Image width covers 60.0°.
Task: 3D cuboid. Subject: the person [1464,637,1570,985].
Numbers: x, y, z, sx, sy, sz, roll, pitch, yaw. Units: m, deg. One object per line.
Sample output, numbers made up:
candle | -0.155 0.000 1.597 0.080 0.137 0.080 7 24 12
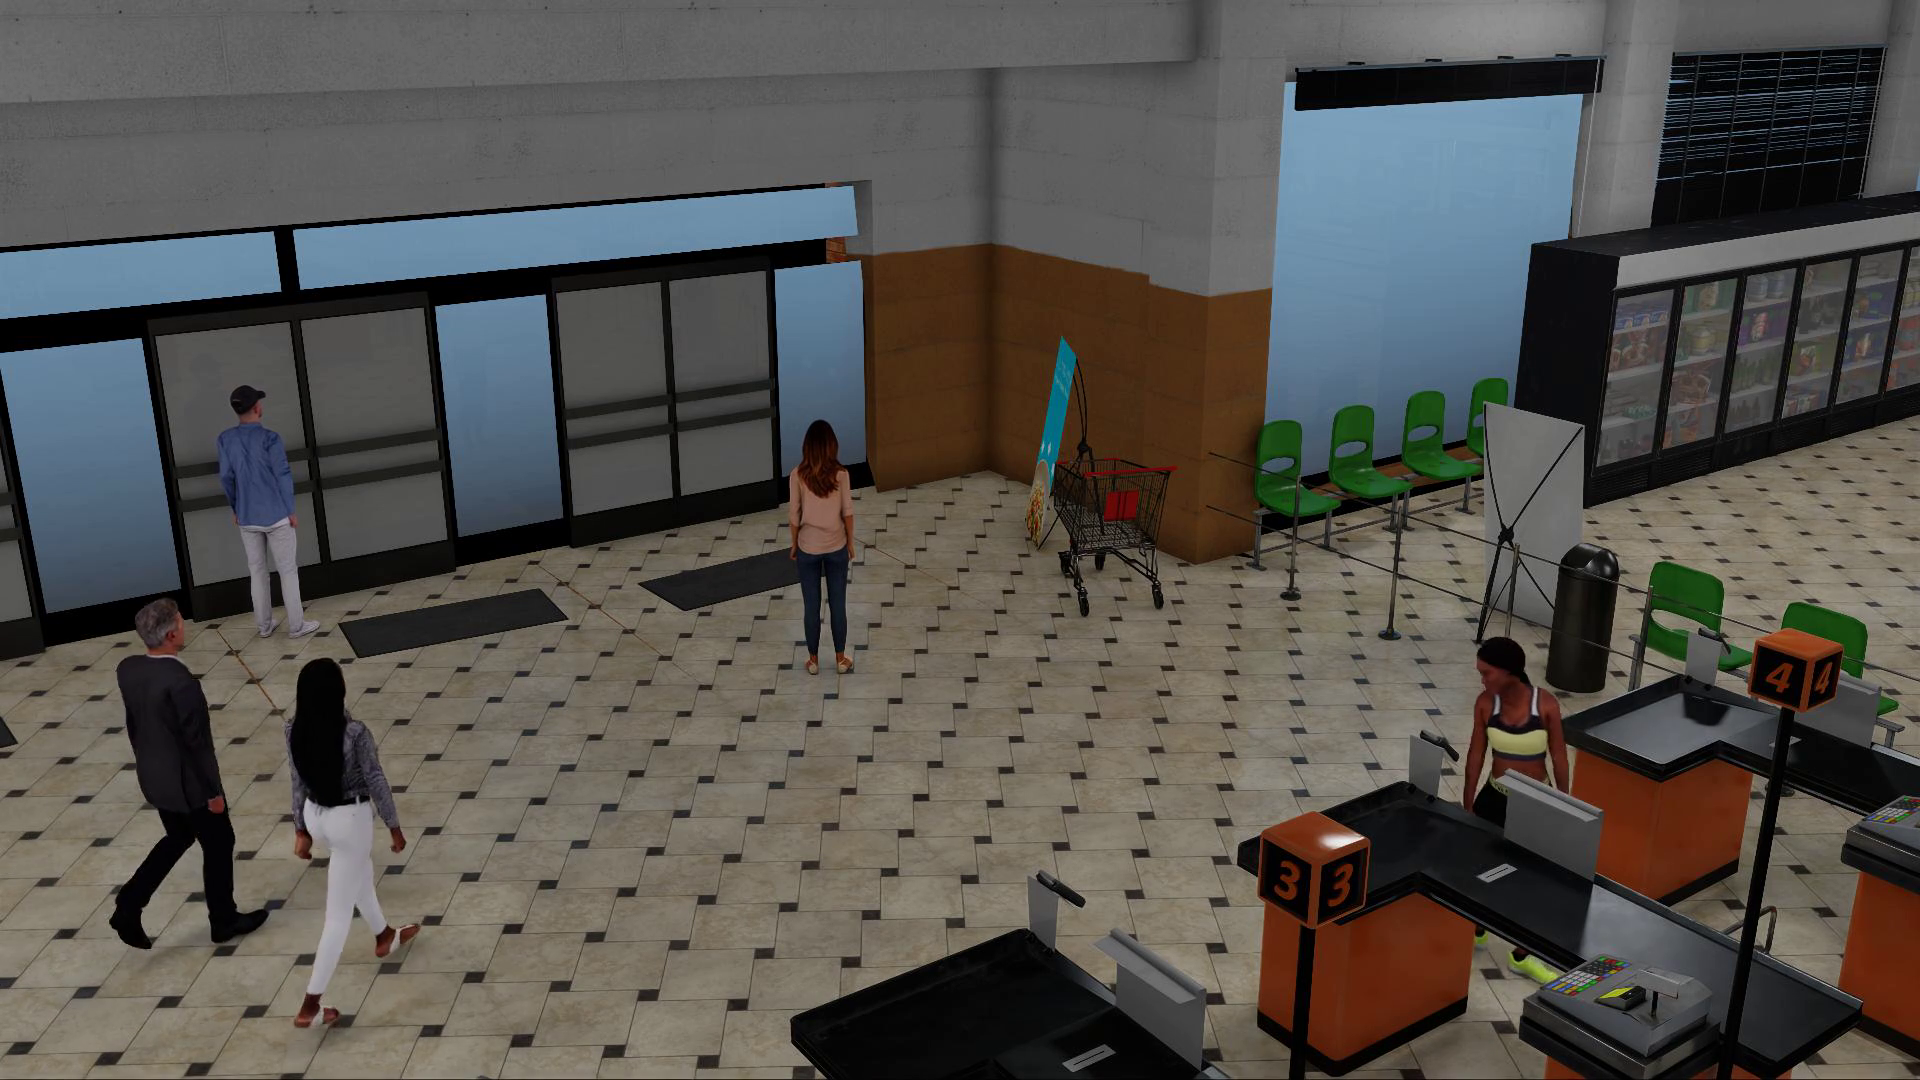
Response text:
person | 2.682 1.271 7.866 0.751 1.729 0.901 3 19 8

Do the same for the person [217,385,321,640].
person | -5.007 -0.197 11.969 0.742 1.888 0.784 2 19 5

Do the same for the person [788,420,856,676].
person | -0.945 0.055 11.377 0.676 1.790 0.691 -1 19 -3

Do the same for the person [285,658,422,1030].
person | -2.868 1.396 7.575 1.207 1.677 1.140 6 20 18

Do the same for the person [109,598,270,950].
person | -3.808 1.176 8.002 1.038 1.822 1.016 11 22 30
